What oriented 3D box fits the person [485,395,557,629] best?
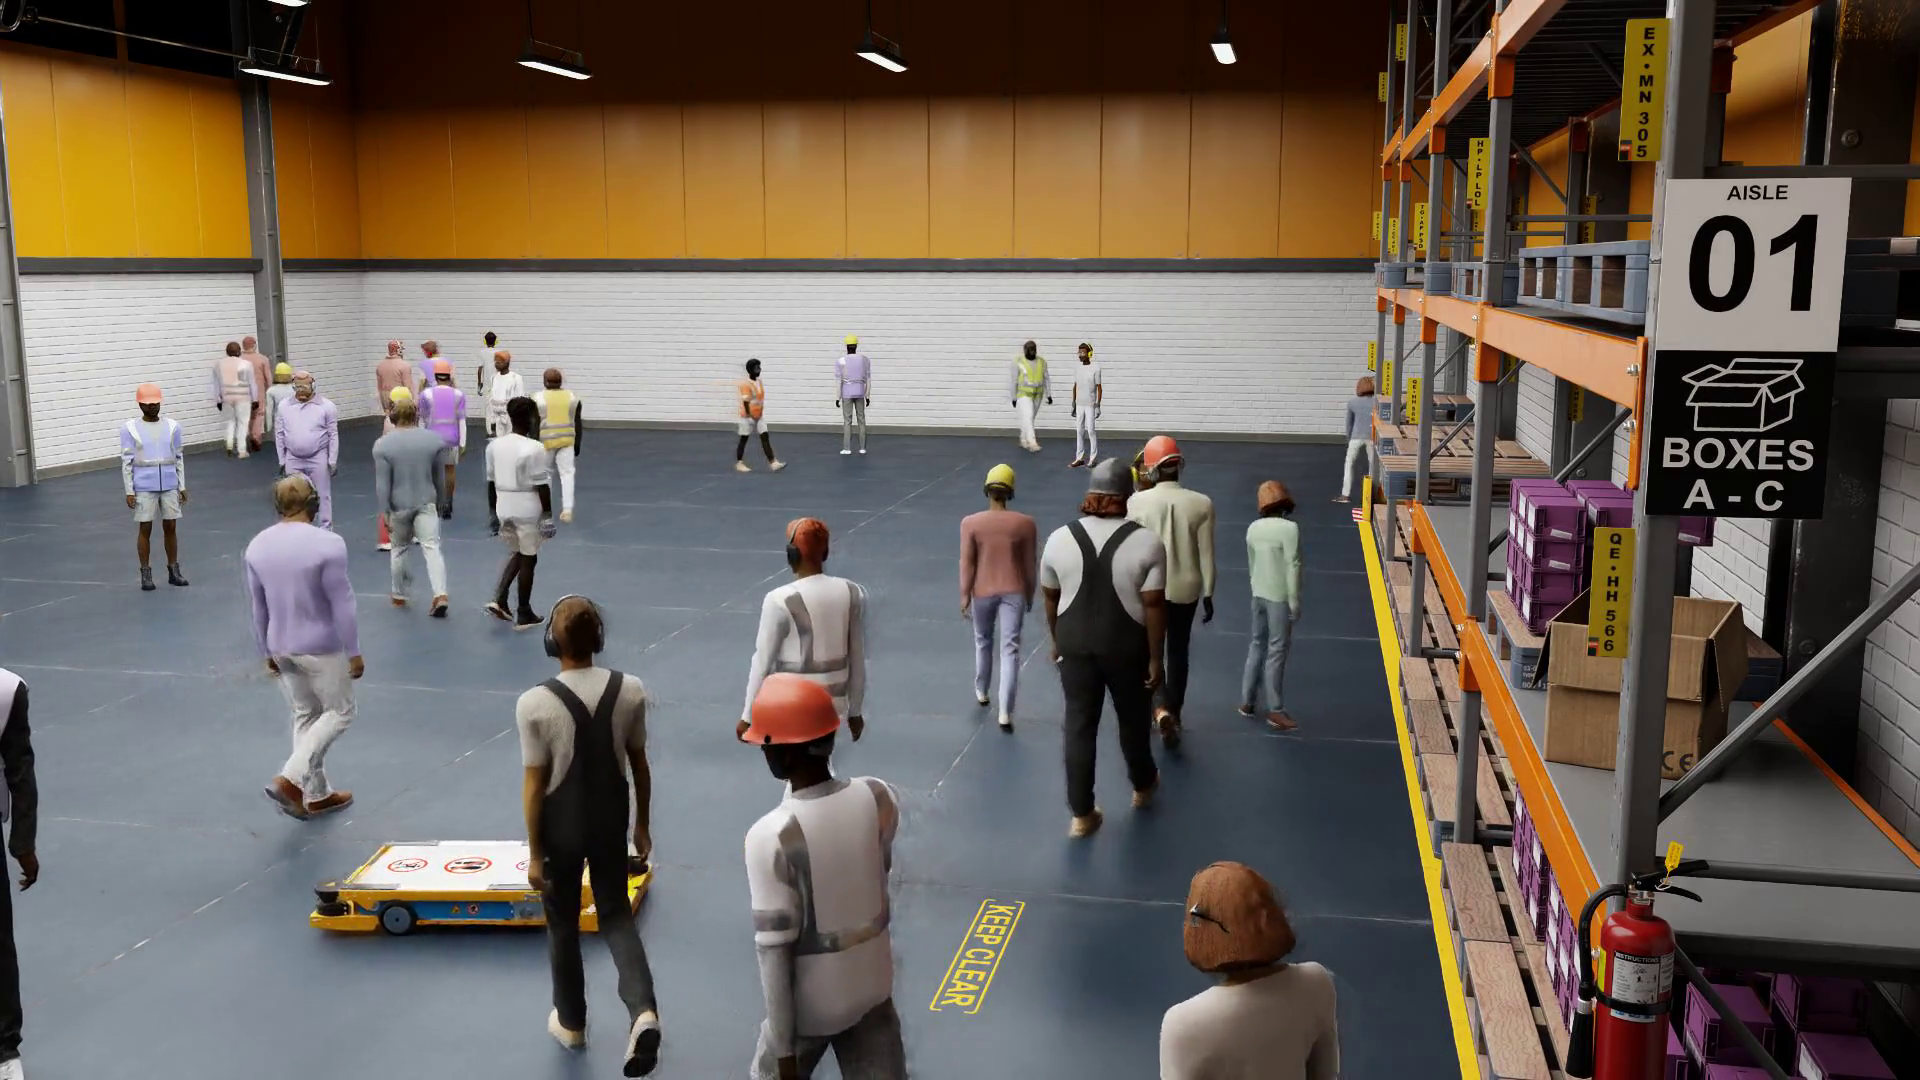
[{"bbox_3d":[-3.639,-0.228,13.843,0.602,1.952,0.414,6,11,33],"label":"person"}]

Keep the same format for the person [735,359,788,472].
[{"bbox_3d":[-2.929,-1.788,24.117,0.847,1.650,0.554,4,10,25],"label":"person"}]

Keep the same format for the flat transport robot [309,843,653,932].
[{"bbox_3d":[-2.219,1.615,7.807,1.431,0.197,0.652,0,9,1],"label":"flat transport robot"}]

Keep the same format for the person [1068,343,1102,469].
[{"bbox_3d":[1.869,-1.992,24.732,0.533,1.868,0.310,8,12,40],"label":"person"}]

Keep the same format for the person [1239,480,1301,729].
[{"bbox_3d":[2.108,0.417,11.006,0.308,1.611,0.609,-4,10,-25],"label":"person"}]

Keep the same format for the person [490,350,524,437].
[{"bbox_3d":[-6.098,-1.609,22.378,0.585,1.882,0.337,6,11,32],"label":"person"}]

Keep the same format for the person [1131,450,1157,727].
[{"bbox_3d":[1.284,0.314,10.993,0.521,1.823,0.926,-3,10,-15],"label":"person"}]

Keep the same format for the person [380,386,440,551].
[{"bbox_3d":[-5.871,-0.759,17.709,0.800,1.738,0.541,-6,11,-33],"label":"person"}]

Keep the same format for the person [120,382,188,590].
[{"bbox_3d":[-7.521,-0.505,15.566,0.552,1.937,0.356,-9,13,-42],"label":"person"}]

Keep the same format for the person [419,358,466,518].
[{"bbox_3d":[-6.204,-1.227,20.018,0.542,1.909,0.926,-5,11,-28],"label":"person"}]

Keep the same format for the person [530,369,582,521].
[{"bbox_3d":[-4.833,-1.140,19.814,0.653,1.791,0.973,-5,11,-28],"label":"person"}]

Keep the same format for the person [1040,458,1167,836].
[{"bbox_3d":[0.826,0.523,9.061,0.709,2.000,0.957,3,10,20],"label":"person"}]

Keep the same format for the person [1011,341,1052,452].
[{"bbox_3d":[1.140,-2.351,27.157,0.626,1.797,0.997,-5,11,-28],"label":"person"}]

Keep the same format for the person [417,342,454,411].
[{"bbox_3d":[-8.186,-2.183,26.036,0.610,1.822,0.400,-8,12,-39],"label":"person"}]

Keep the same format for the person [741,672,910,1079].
[{"bbox_3d":[-0.373,1.311,4.834,0.555,1.886,1.037,-7,12,-37],"label":"person"}]

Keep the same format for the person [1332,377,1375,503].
[{"bbox_3d":[5.096,-1.250,21.025,0.730,1.619,0.346,3,10,19],"label":"person"}]

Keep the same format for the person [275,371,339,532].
[{"bbox_3d":[-6.962,-0.847,17.734,0.636,1.905,0.406,-1,9,-6],"label":"person"}]

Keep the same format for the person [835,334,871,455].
[{"bbox_3d":[-1.707,-2.315,26.494,0.587,1.929,0.360,-3,10,-20],"label":"person"}]

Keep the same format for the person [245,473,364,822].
[{"bbox_3d":[-3.562,0.600,8.972,0.642,1.917,0.559,4,10,22],"label":"person"}]

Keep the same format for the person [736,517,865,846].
[{"bbox_3d":[-0.739,0.802,8.009,0.986,1.831,0.594,8,13,41],"label":"person"}]

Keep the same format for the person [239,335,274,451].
[{"bbox_3d":[-11.557,-2.399,27.168,0.660,1.879,0.879,0,9,-2],"label":"person"}]

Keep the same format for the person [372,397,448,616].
[{"bbox_3d":[-4.731,-0.288,14.400,0.624,1.904,0.997,-6,11,-32],"label":"person"}]

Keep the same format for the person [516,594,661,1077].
[{"bbox_3d":[-1.372,1.109,6.219,0.513,1.822,0.765,-6,11,-33],"label":"person"}]

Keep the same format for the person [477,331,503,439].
[{"bbox_3d":[-8.130,-2.687,28.919,0.526,1.869,0.315,-4,10,-21],"label":"person"}]

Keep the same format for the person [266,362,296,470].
[{"bbox_3d":[-9.109,-1.547,22.519,0.492,1.719,0.774,-7,12,-37],"label":"person"}]

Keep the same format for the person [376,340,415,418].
[{"bbox_3d":[-8.384,-2.034,24.872,0.636,1.909,0.405,5,11,26],"label":"person"}]

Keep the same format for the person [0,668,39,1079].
[{"bbox_3d":[-3.648,1.092,6.003,0.590,1.920,0.398,-3,10,-17],"label":"person"}]

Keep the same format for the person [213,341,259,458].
[{"bbox_3d":[-11.334,-2.195,26.100,0.628,1.829,0.452,1,9,4],"label":"person"}]

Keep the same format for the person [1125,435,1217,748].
[{"bbox_3d":[1.315,0.325,10.542,0.636,1.960,0.894,0,9,-1],"label":"person"}]

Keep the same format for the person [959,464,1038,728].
[{"bbox_3d":[0.259,0.352,11.089,0.522,1.709,0.948,0,9,0],"label":"person"}]

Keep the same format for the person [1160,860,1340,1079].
[{"bbox_3d":[0.704,1.566,4.020,0.529,1.618,0.381,-5,11,-27],"label":"person"}]
